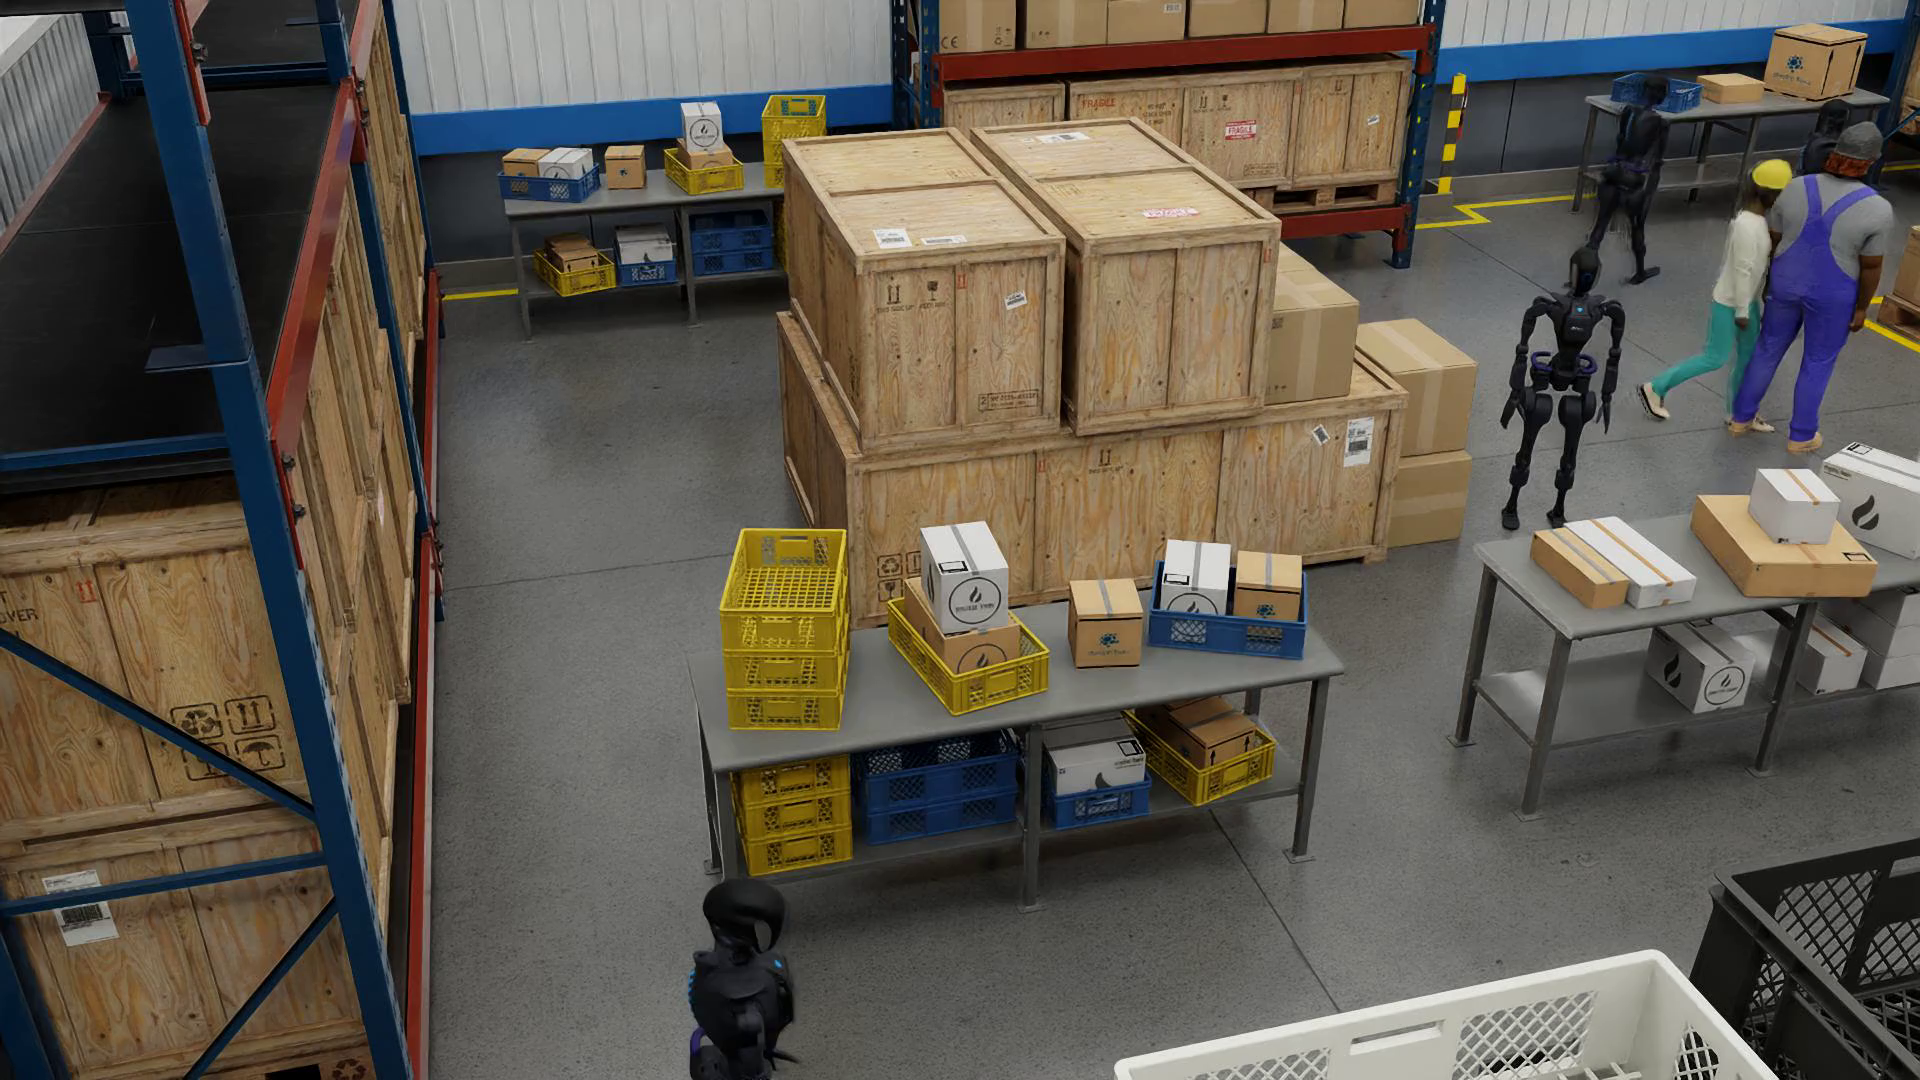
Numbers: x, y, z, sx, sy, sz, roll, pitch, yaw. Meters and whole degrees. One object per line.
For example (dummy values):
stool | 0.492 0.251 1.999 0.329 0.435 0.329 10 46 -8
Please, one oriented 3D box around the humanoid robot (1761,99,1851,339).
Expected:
humanoid robot | 5.996 -2.290 11.835 0.392 1.649 0.656 -1 29 -1

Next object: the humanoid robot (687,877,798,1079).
humanoid robot | -0.591 1.607 4.734 0.329 1.649 0.595 -7 30 -12

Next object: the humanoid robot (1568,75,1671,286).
humanoid robot | 5.070 -2.714 12.634 0.767 1.629 0.596 -13 31 -22

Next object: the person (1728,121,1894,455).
person | 5.216 -1.541 10.079 0.536 2.000 0.684 -24 37 -37

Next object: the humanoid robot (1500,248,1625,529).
humanoid robot | 3.288 -0.808 9.119 0.579 1.651 0.308 5 29 8

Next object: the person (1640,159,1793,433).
person | 4.800 -1.507 10.317 0.753 1.740 0.536 20 35 32
